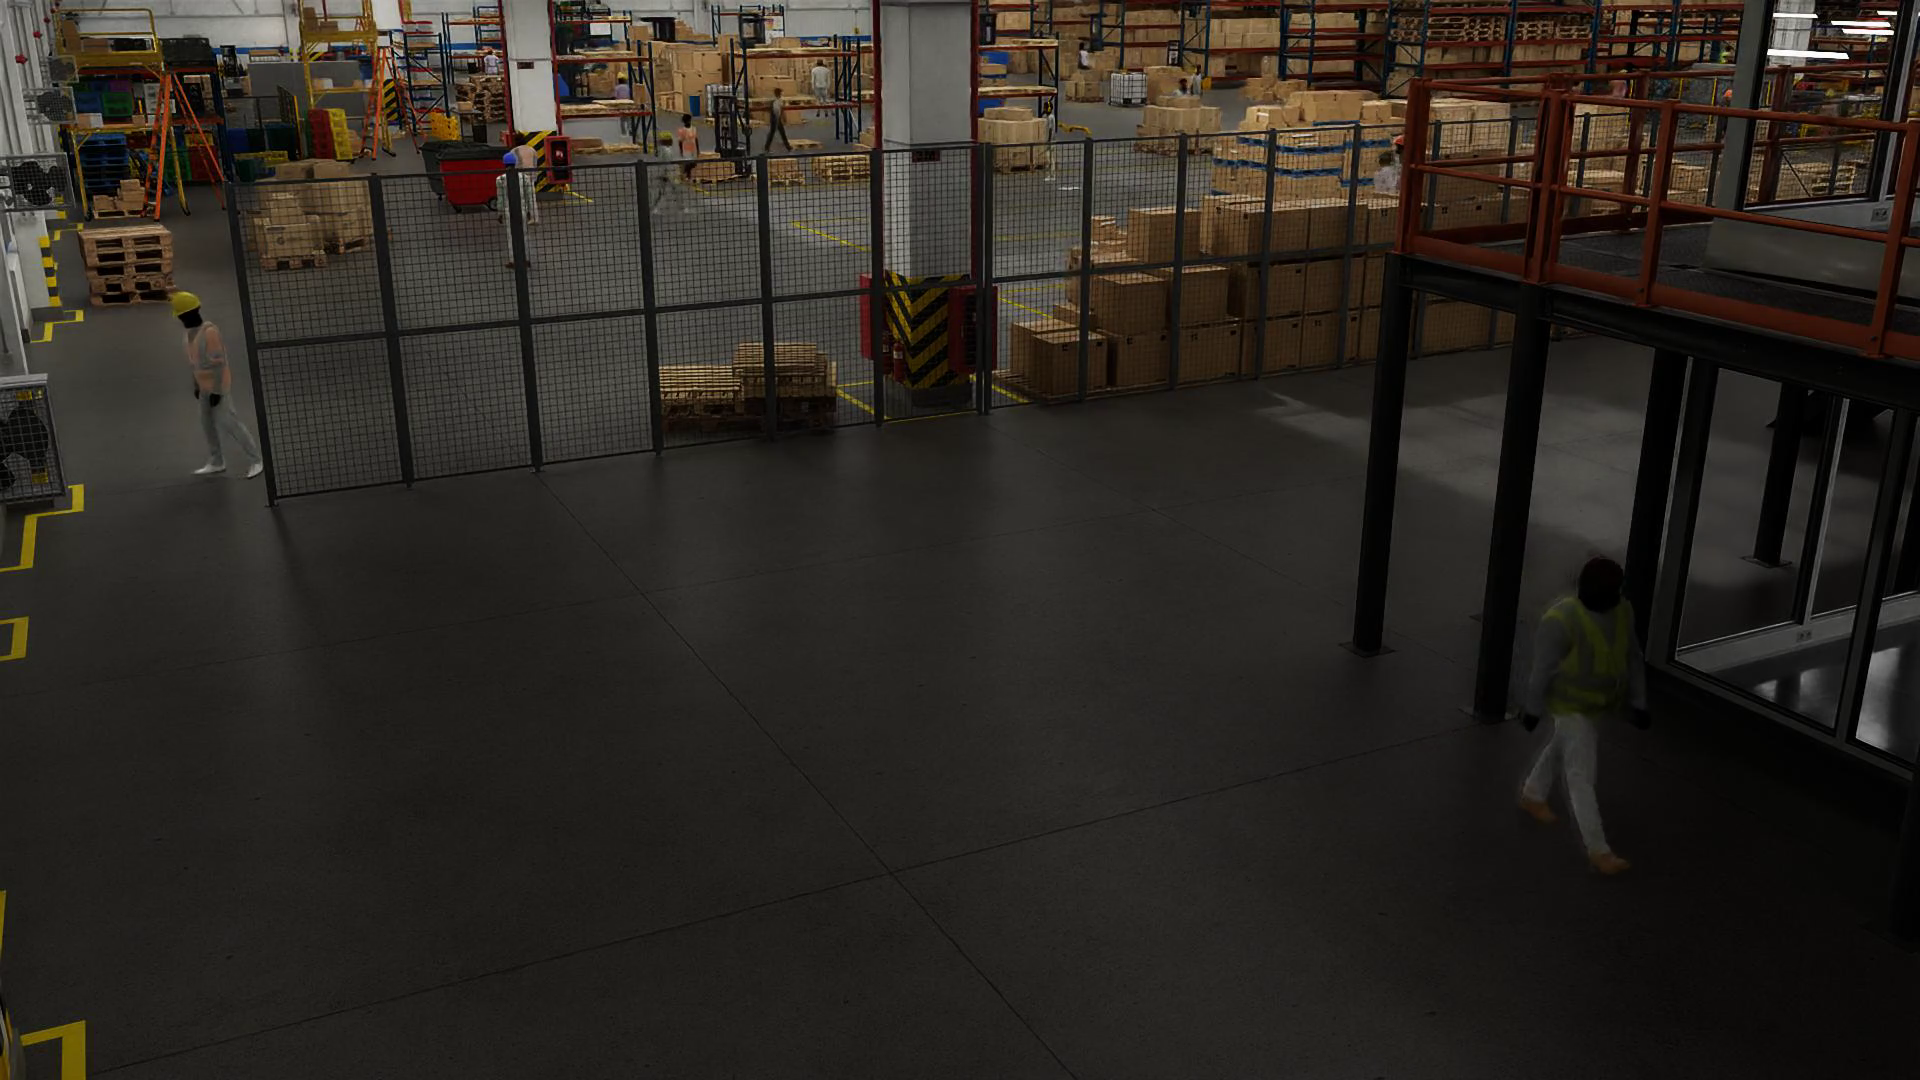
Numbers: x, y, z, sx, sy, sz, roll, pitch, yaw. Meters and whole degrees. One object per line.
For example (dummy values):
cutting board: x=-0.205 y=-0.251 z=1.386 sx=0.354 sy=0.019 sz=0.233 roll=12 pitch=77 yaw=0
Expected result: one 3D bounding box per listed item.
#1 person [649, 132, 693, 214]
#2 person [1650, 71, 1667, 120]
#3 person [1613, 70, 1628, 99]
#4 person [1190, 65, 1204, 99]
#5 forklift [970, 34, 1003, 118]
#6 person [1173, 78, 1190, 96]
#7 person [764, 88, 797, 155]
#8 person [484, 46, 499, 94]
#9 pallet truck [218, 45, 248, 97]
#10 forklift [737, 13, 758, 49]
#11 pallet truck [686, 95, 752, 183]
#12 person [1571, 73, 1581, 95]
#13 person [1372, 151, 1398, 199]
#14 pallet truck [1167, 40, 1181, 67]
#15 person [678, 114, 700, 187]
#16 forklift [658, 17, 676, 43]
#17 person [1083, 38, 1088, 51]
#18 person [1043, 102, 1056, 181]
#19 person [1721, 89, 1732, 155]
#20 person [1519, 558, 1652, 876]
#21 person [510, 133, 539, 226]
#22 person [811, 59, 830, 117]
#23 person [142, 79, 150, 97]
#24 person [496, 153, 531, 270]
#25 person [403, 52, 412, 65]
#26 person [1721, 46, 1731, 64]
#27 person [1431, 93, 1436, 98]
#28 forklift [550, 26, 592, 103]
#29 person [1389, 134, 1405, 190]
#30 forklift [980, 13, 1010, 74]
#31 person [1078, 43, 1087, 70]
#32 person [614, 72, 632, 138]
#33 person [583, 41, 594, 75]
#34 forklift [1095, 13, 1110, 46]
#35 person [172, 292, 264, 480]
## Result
person: x=-6.082 y=-7.615 z=34.528 sx=0.891 sy=1.698 sz=0.501 roll=-6 pitch=20 yaw=-18
person: x=23.196 y=-14.728 z=55.213 sx=0.872 sy=1.660 sz=0.544 roll=-15 pitch=24 yaw=-37
person: x=21.538 y=-14.448 z=54.258 sx=0.528 sy=1.737 sz=0.550 roll=-10 pitch=22 yaw=-28
person: x=7.868 y=-14.787 z=55.097 sx=0.418 sy=1.855 sz=0.512 roll=16 pitch=25 yaw=38
forklift: x=0.387 y=-15.258 z=54.900 sx=1.873 sy=2.768 sz=1.129 roll=-9 pitch=21 yaw=-25
person: x=6.334 y=-12.370 z=48.033 sx=0.597 sy=1.894 sz=0.808 roll=-11 pitch=22 yaw=-29
person: x=-4.991 y=-11.463 z=45.567 sx=0.978 sy=1.782 sz=0.535 roll=-11 pitch=22 yaw=-28
person: x=-18.477 y=-18.471 z=65.635 sx=0.547 sy=1.938 sz=0.379 roll=-11 pitch=22 yaw=-29
pallet truck: x=-28.879 y=-18.665 z=66.111 sx=0.823 sy=1.965 sz=1.885 roll=-3 pitch=19 yaw=-9
forklift: x=-10.045 y=-23.561 z=78.969 sx=1.129 sy=2.768 sz=1.873 roll=-9 pitch=21 yaw=-25
pallet truck: x=-5.836 y=-9.608 z=39.856 sx=0.823 sy=1.965 sz=1.885 roll=10 pitch=22 yaw=27
person: x=18.211 y=-12.955 z=49.662 sx=0.605 sy=1.941 sz=0.799 roll=-12 pitch=22 yaw=-31
person: x=7.373 y=-5.850 z=29.136 sx=0.655 sy=1.881 sz=1.035 roll=-12 pitch=22 yaw=-31
pallet truck: x=9.045 y=-19.971 z=69.895 sx=0.823 sy=1.965 sz=1.885 roll=-3 pitch=19 yaw=-8
person: x=-6.412 y=-9.161 z=39.037 sx=0.580 sy=1.676 sz=0.555 roll=16 pitch=24 yaw=38
forklift: x=-12.797 y=-21.541 z=73.113 sx=1.873 sy=2.768 sz=1.129 roll=8 pitch=21 yaw=23
person: x=5.939 y=-23.340 z=80.199 sx=0.512 sy=1.642 sz=0.312 roll=10 pitch=21 yaw=26
person: x=2.152 y=-9.595 z=40.029 sx=0.331 sy=1.862 sz=0.505 roll=0 pitch=19 yaw=1
person: x=19.348 y=-10.351 z=42.011 sx=0.384 sy=1.993 sz=0.622 roll=11 pitch=22 yaw=29
person: x=3.622 y=0.953 z=9.568 sx=0.626 sy=1.782 sz=1.008 roll=-10 pitch=22 yaw=-27
person: x=-8.615 y=-7.101 z=32.850 sx=0.429 sy=1.832 sz=0.628 roll=14 pitch=24 yaw=35
person: x=-4.775 y=-15.501 z=57.027 sx=0.628 sy=1.940 sz=0.378 roll=-3 pitch=19 yaw=-10
person: x=-25.063 y=-13.435 z=51.506 sx=0.515 sy=1.634 sz=0.313 roll=9 pitch=21 yaw=25
person: x=-7.576 y=-5.586 z=28.271 sx=0.614 sy=1.947 sz=0.389 roll=-16 pitch=25 yaw=-39
person: x=-21.275 y=-17.770 z=63.767 sx=0.593 sy=1.828 sz=0.928 roll=-12 pitch=23 yaw=-32
person: x=33.353 y=-20.616 z=72.265 sx=0.818 sy=1.650 sz=0.568 roll=-1 pitch=19 yaw=-2
person: x=12.592 y=-11.488 z=45.240 sx=0.686 sy=2.000 sz=0.853 roll=1 pitch=19 yaw=2
forklift: x=-14.917 y=-17.751 z=62.127 sx=1.873 sy=2.768 sz=1.129 roll=-9 pitch=21 yaw=-25
person: x=8.320 y=-6.728 z=31.624 sx=0.545 sy=1.926 sz=0.379 roll=-9 pitch=21 yaw=-24
forklift: x=1.346 y=-23.514 z=78.831 sx=1.873 sy=2.768 sz=1.129 roll=15 pitch=24 yaw=37
person: x=5.217 y=-20.056 z=70.315 sx=0.898 sy=1.891 sz=0.599 roll=10 pitch=22 yaw=28
person: x=-10.138 y=-13.097 z=50.096 sx=0.599 sy=1.909 sz=0.419 roll=-14 pitch=23 yaw=-35
person: x=-16.038 y=-20.604 z=71.844 sx=0.646 sy=1.920 sz=0.456 roll=11 pitch=22 yaw=28
forklift: x=6.754 y=-23.552 z=78.943 sx=1.873 sy=2.768 sz=1.129 roll=-9 pitch=21 yaw=-25
person: x=-7.435 y=-1.542 z=16.637 sx=0.807 sy=1.895 sz=0.582 roll=15 pitch=24 yaw=38
